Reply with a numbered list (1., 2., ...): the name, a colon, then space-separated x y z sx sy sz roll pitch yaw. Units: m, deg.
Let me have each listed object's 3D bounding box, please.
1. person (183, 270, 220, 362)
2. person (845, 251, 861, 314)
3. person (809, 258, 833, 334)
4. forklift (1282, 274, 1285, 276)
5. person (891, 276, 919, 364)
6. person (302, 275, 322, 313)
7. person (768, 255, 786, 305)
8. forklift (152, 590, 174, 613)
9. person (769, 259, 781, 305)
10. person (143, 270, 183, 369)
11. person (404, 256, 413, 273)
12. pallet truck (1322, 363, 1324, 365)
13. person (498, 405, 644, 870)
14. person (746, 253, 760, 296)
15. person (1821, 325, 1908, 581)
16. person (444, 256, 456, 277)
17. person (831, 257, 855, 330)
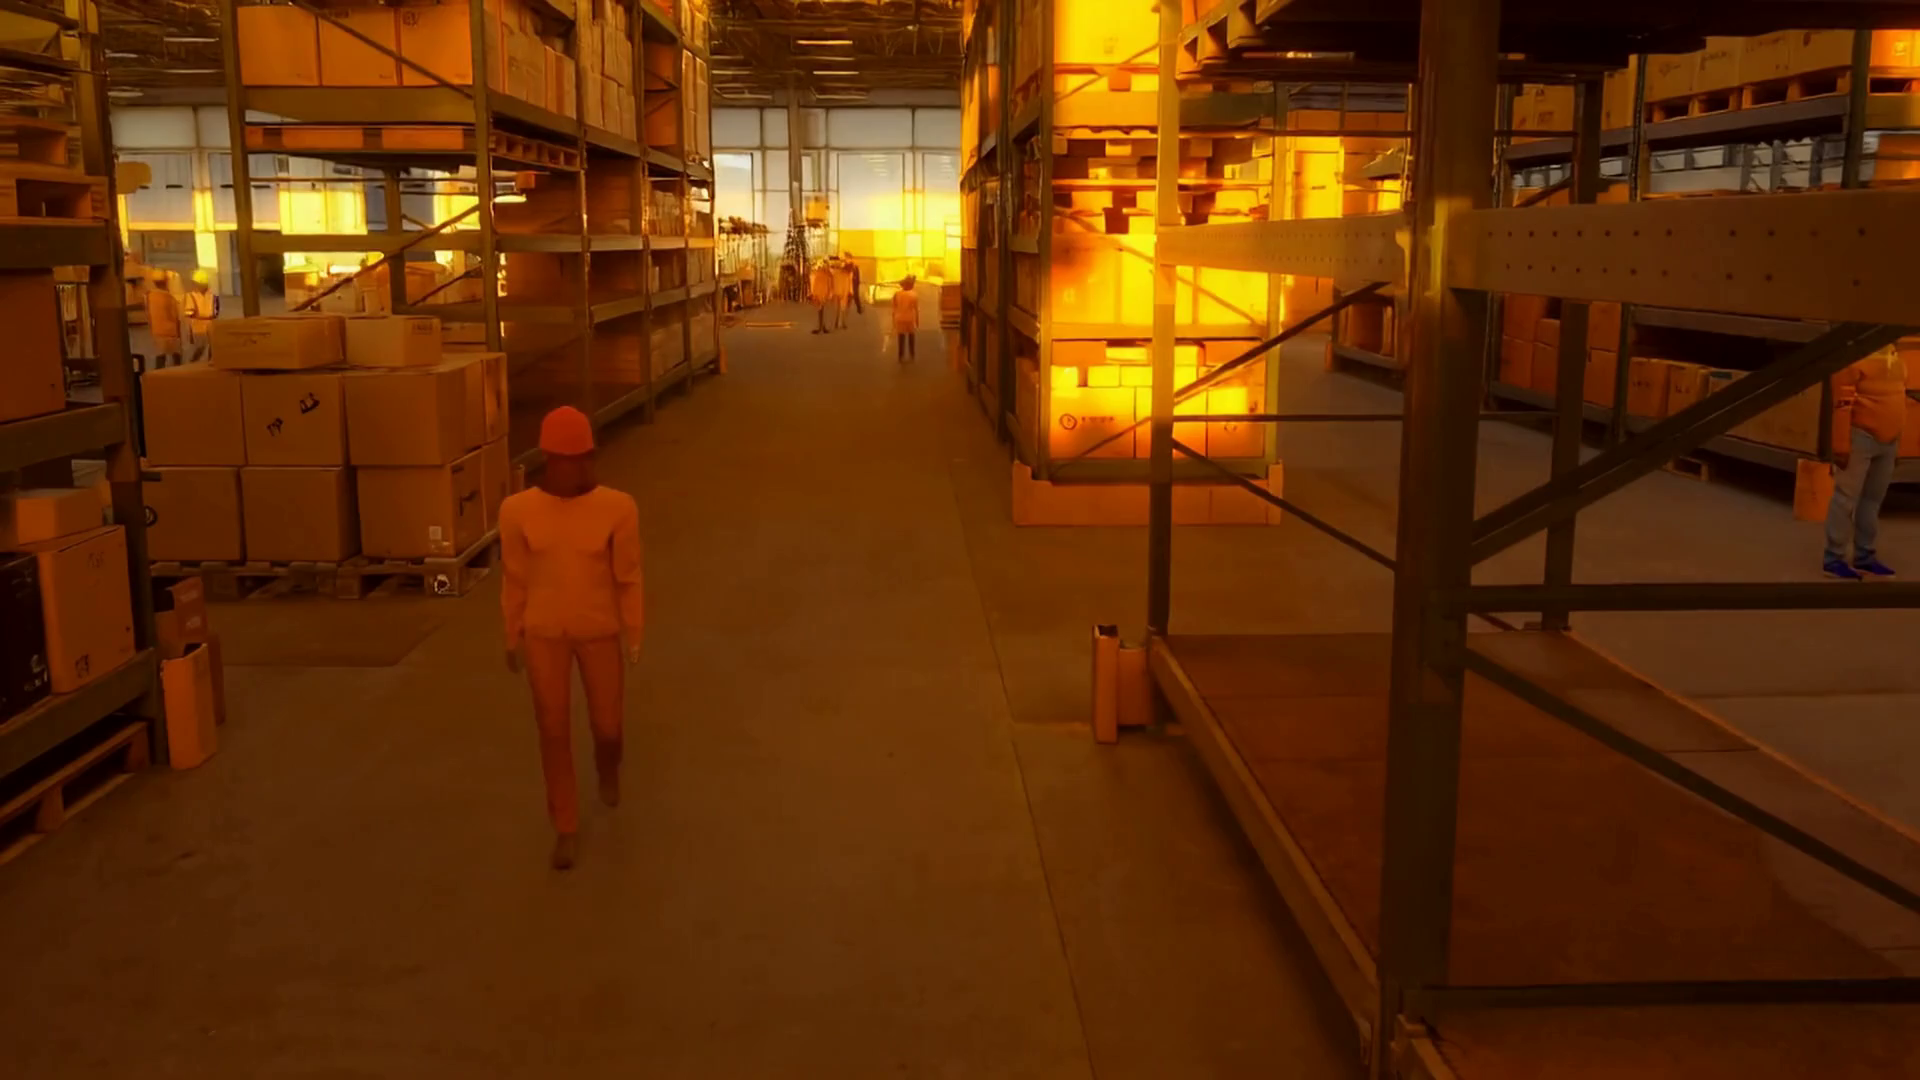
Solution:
1. person: -12.135 -3.364 26.604 0.544 1.906 0.859 -10 14 -43
2. person: -3.544 -8.352 53.988 0.535 2.000 0.681 6 12 30
3. person: -3.534 -6.197 42.277 0.629 1.937 0.373 3 11 16
4. forklift: 12.135 -10.836 65.485 1.129 2.768 1.873 0 10 -2
5. person: -1.052 -4.272 32.280 0.544 1.668 0.743 1 10 5
6. person: -13.683 -4.774 35.181 0.307 1.638 0.512 4 11 23
7. person: -6.836 -9.668 61.858 1.014 1.854 0.643 9 14 42
8. forklift: -5.858 -0.811 9.639 1.873 2.768 1.129 -1 10 -3
9. person: -6.835 -9.534 61.522 0.318 1.697 0.540 6 12 32
10. person: -12.330 -3.216 25.742 0.557 1.906 0.645 -1 10 -5
11. person: -17.695 -8.128 53.220 0.508 1.872 0.329 5 11 26
12. pallet truck: 7.712 -4.157 30.737 1.885 1.965 0.823 3 11 16
13. person: -1.484 0.338 6.404 0.535 1.753 0.581 -2 10 -10
14. person: -7.683 -9.694 61.828 0.635 1.920 0.442 -10 14 -44
15. person: 6.339 -0.667 11.586 0.642 1.900 0.400 -4 11 -23
16. person: -18.029 -9.100 58.718 0.429 1.839 0.634 -2 10 -10
17. person: -3.116 -6.559 44.303 0.662 1.925 0.620 -1 10 -5
